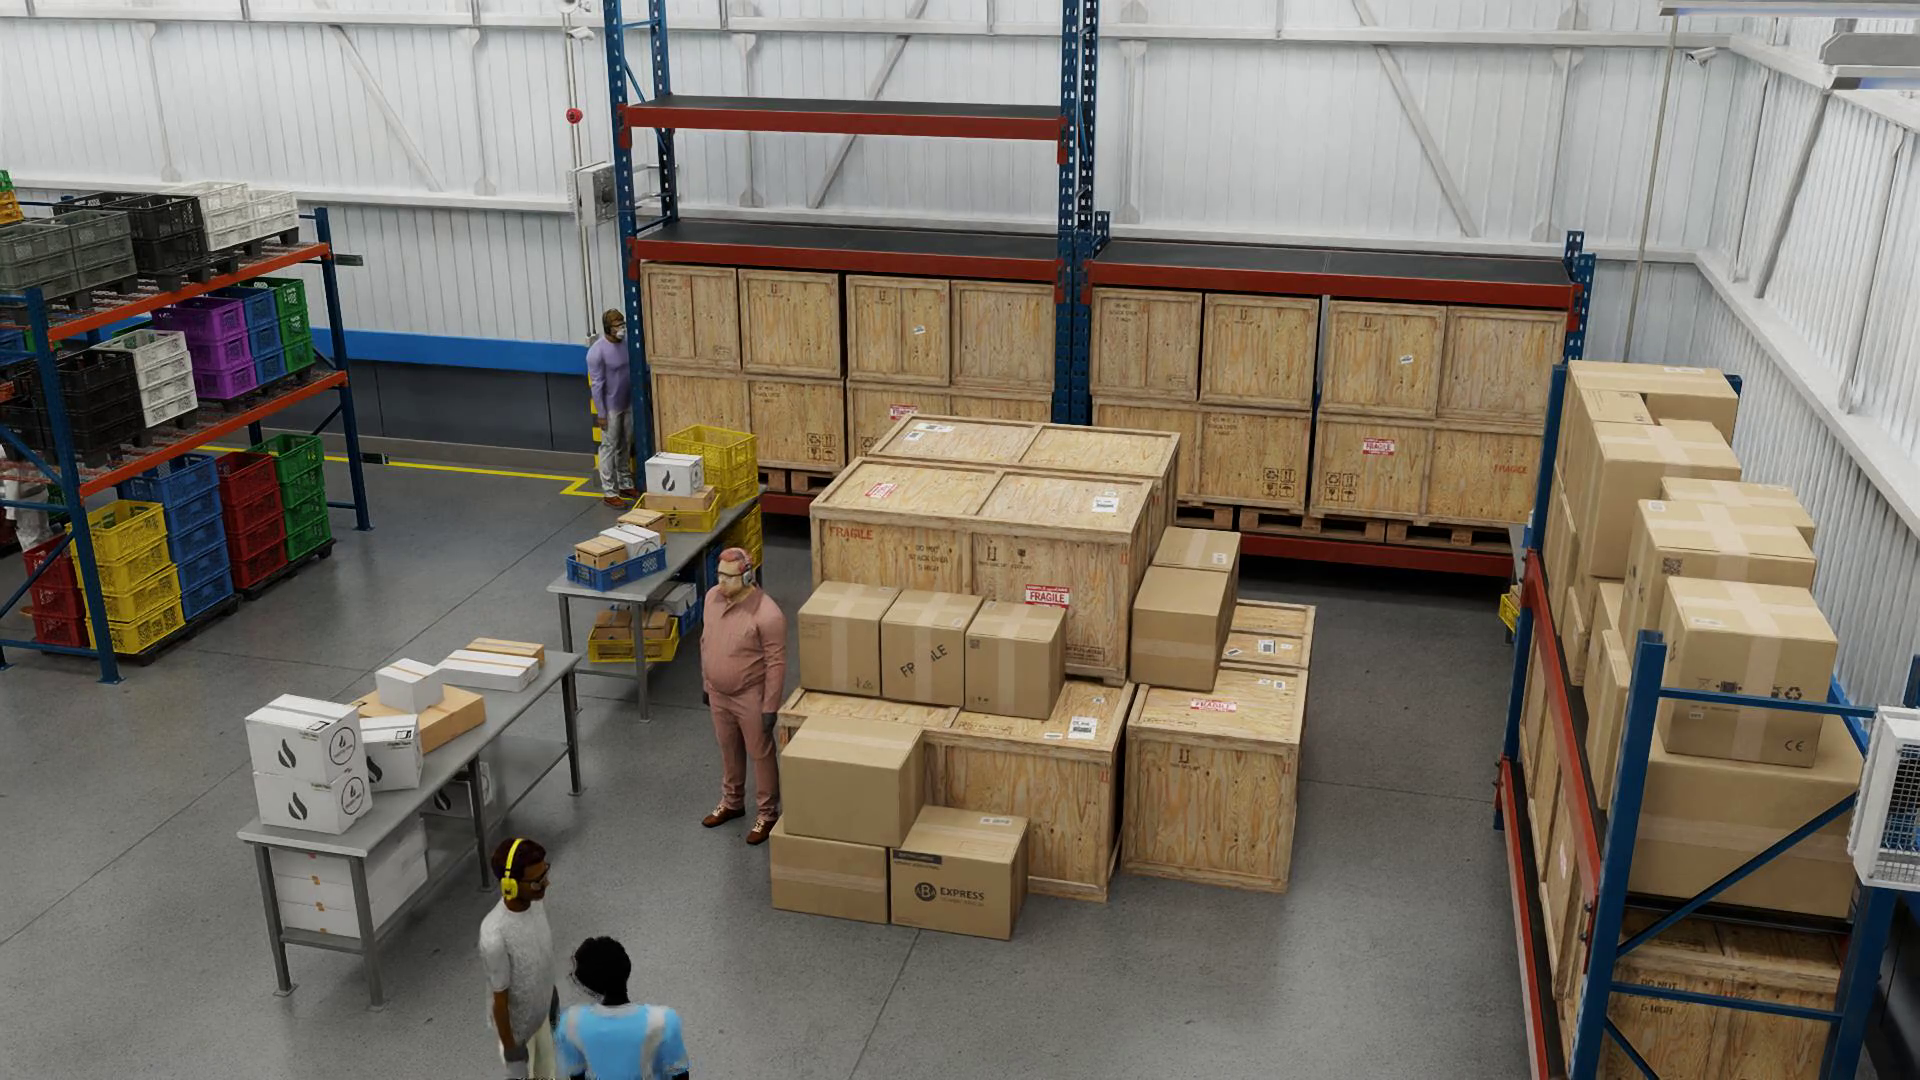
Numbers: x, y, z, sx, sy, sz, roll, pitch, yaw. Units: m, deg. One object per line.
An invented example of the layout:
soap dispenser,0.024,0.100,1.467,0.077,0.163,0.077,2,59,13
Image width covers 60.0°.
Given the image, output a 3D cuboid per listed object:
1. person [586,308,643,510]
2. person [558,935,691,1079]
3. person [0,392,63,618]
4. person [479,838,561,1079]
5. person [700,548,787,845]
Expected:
person,-3.299,-1.279,16.035,0.376,1.940,0.627,11,24,27
person,-1.355,2.358,6.881,0.555,1.670,0.526,4,21,11
person,-7.623,-0.298,13.546,0.354,1.883,0.572,-2,21,-6
person,-1.880,2.118,7.263,0.324,1.861,0.517,4,21,10
person,-1.363,0.945,10.257,0.642,1.913,0.409,15,25,33
